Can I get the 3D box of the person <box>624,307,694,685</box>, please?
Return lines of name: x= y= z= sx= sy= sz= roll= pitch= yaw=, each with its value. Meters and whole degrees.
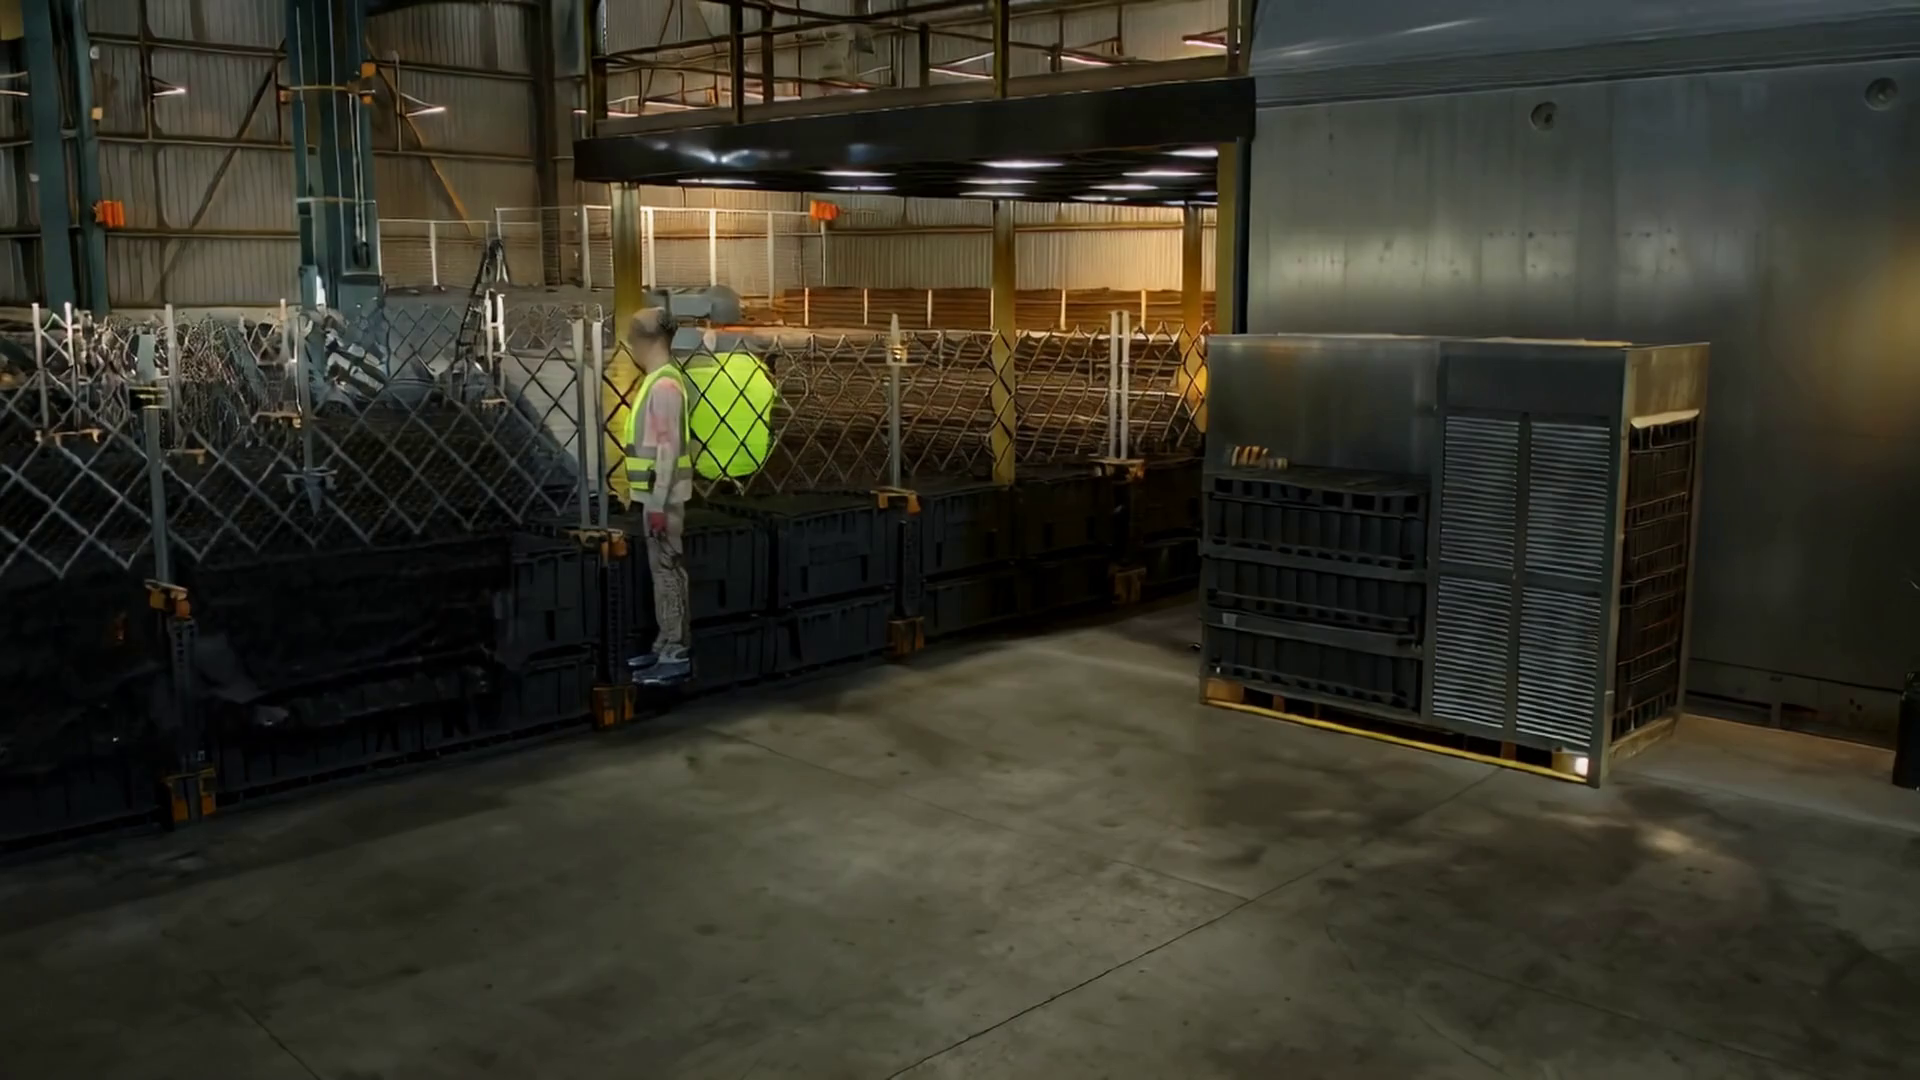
person: x=-1.516 y=-0.220 z=8.340 sx=0.355 sy=1.885 sz=0.575 roll=-2 pitch=10 yaw=-13
